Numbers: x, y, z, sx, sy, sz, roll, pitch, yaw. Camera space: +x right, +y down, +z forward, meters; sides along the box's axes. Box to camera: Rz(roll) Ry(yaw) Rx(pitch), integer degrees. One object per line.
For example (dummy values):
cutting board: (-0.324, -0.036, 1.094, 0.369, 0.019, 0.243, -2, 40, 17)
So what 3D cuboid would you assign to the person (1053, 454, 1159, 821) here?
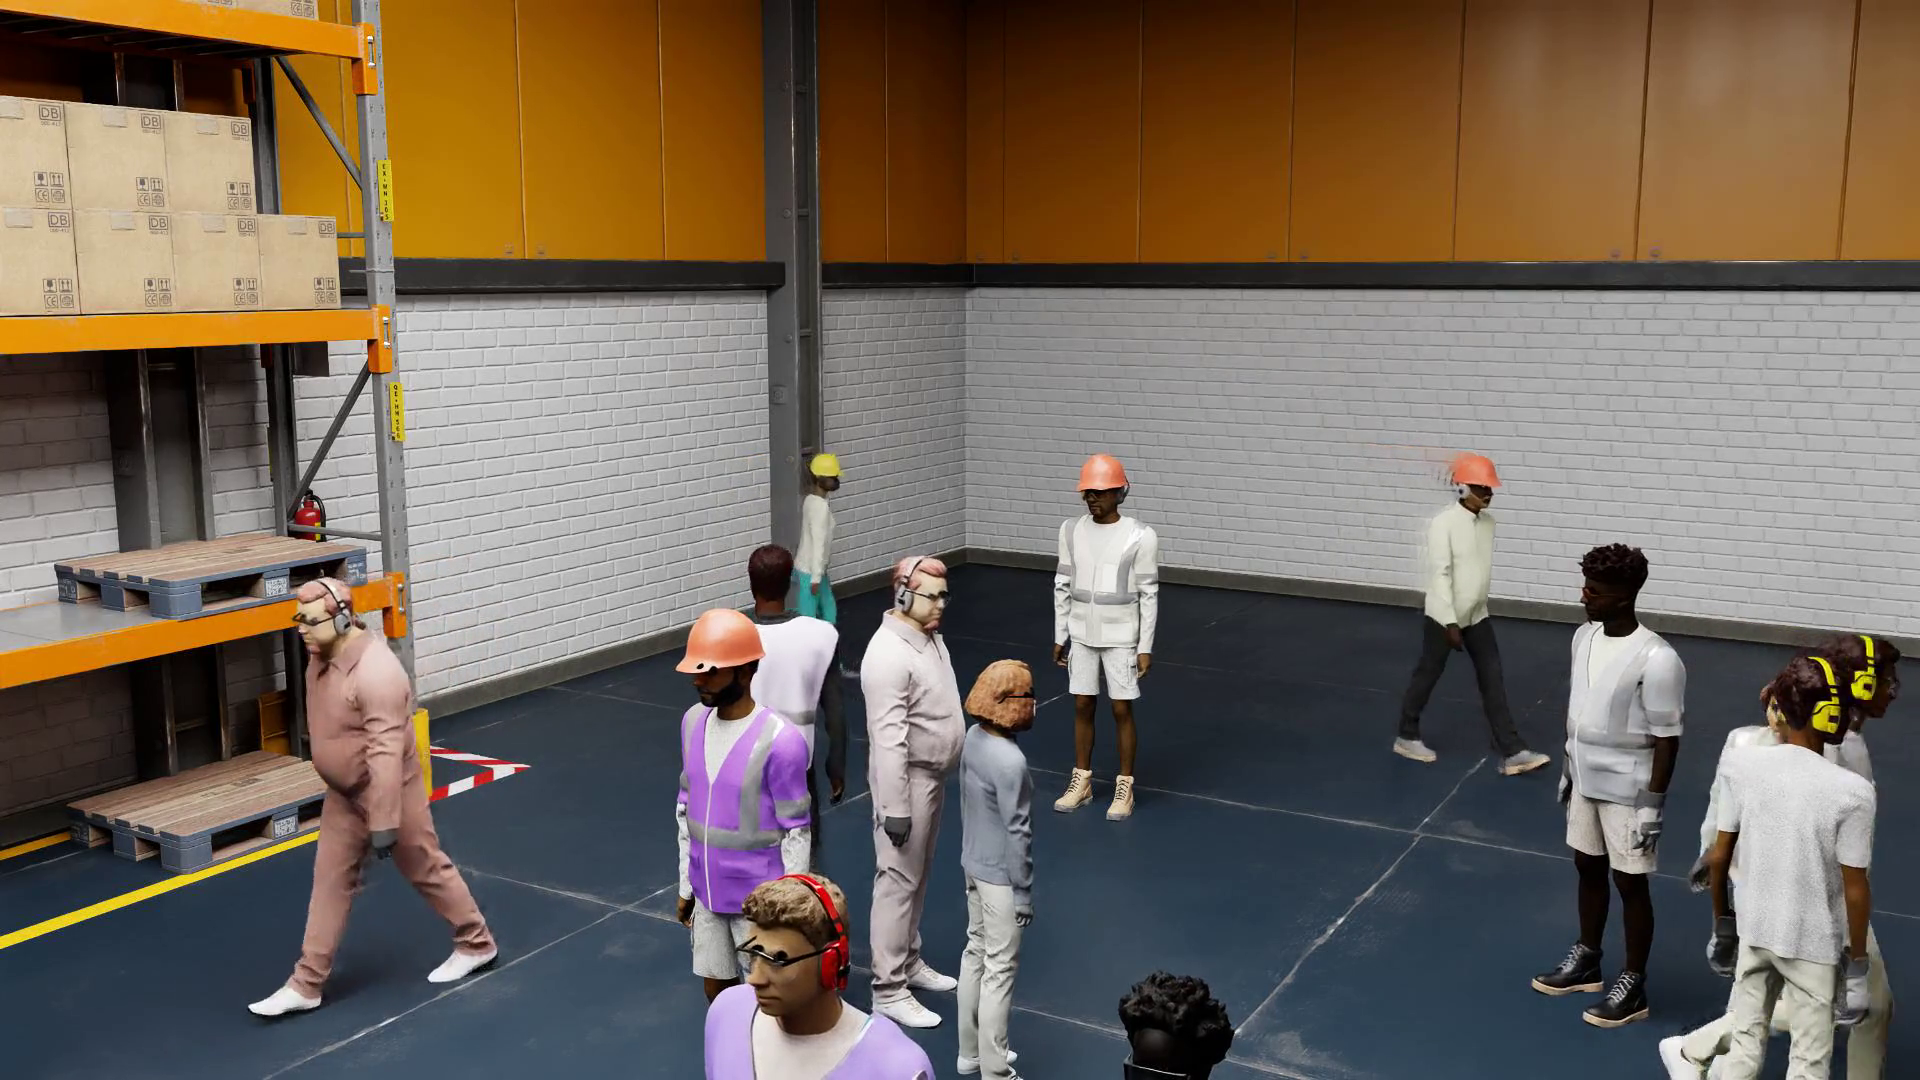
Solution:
person: (0.789, 0.538, 9.254, 0.614, 2.043, 0.374, 5, 10, 28)

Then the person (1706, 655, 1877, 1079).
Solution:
person: (2.594, 1.277, 5.206, 0.335, 1.865, 0.520, -6, 11, -32)

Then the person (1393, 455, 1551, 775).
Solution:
person: (3.087, 0.455, 10.091, 0.622, 1.937, 1.036, -6, 11, -33)

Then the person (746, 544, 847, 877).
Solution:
person: (-0.774, 0.964, 7.068, 0.606, 1.896, 0.789, -2, 9, -14)

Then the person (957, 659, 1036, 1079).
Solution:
person: (0.147, 1.241, 6.145, 0.265, 1.631, 0.507, -3, 10, -19)

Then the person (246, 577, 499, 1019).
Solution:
person: (-2.426, 1.032, 6.879, 0.679, 1.830, 1.032, 8, 12, 43)

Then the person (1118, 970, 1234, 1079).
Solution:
person: (0.408, 1.664, 3.301, 0.532, 1.697, 0.320, 4, 10, 23)

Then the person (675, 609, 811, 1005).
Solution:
person: (-0.760, 1.180, 5.579, 0.552, 1.935, 0.367, 7, 11, 36)

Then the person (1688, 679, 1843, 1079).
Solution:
person: (3.055, 1.253, 6.166, 0.813, 1.606, 0.514, -3, 10, -19)

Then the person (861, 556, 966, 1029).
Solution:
person: (-0.188, 1.010, 6.804, 0.431, 1.914, 0.661, 2, 9, 11)

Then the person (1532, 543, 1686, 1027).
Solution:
person: (2.643, 0.979, 6.747, 0.367, 1.963, 0.609, -2, 9, -15)

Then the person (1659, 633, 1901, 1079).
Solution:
person: (2.915, 1.212, 5.719, 0.860, 1.826, 0.534, 8, 12, 41)

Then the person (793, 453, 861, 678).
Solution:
person: (-1.160, 0.216, 12.243, 0.797, 1.732, 0.533, -2, 9, -11)

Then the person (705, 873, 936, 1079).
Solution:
person: (-0.301, 1.566, 3.449, 0.563, 1.847, 0.388, 6, 11, 33)
